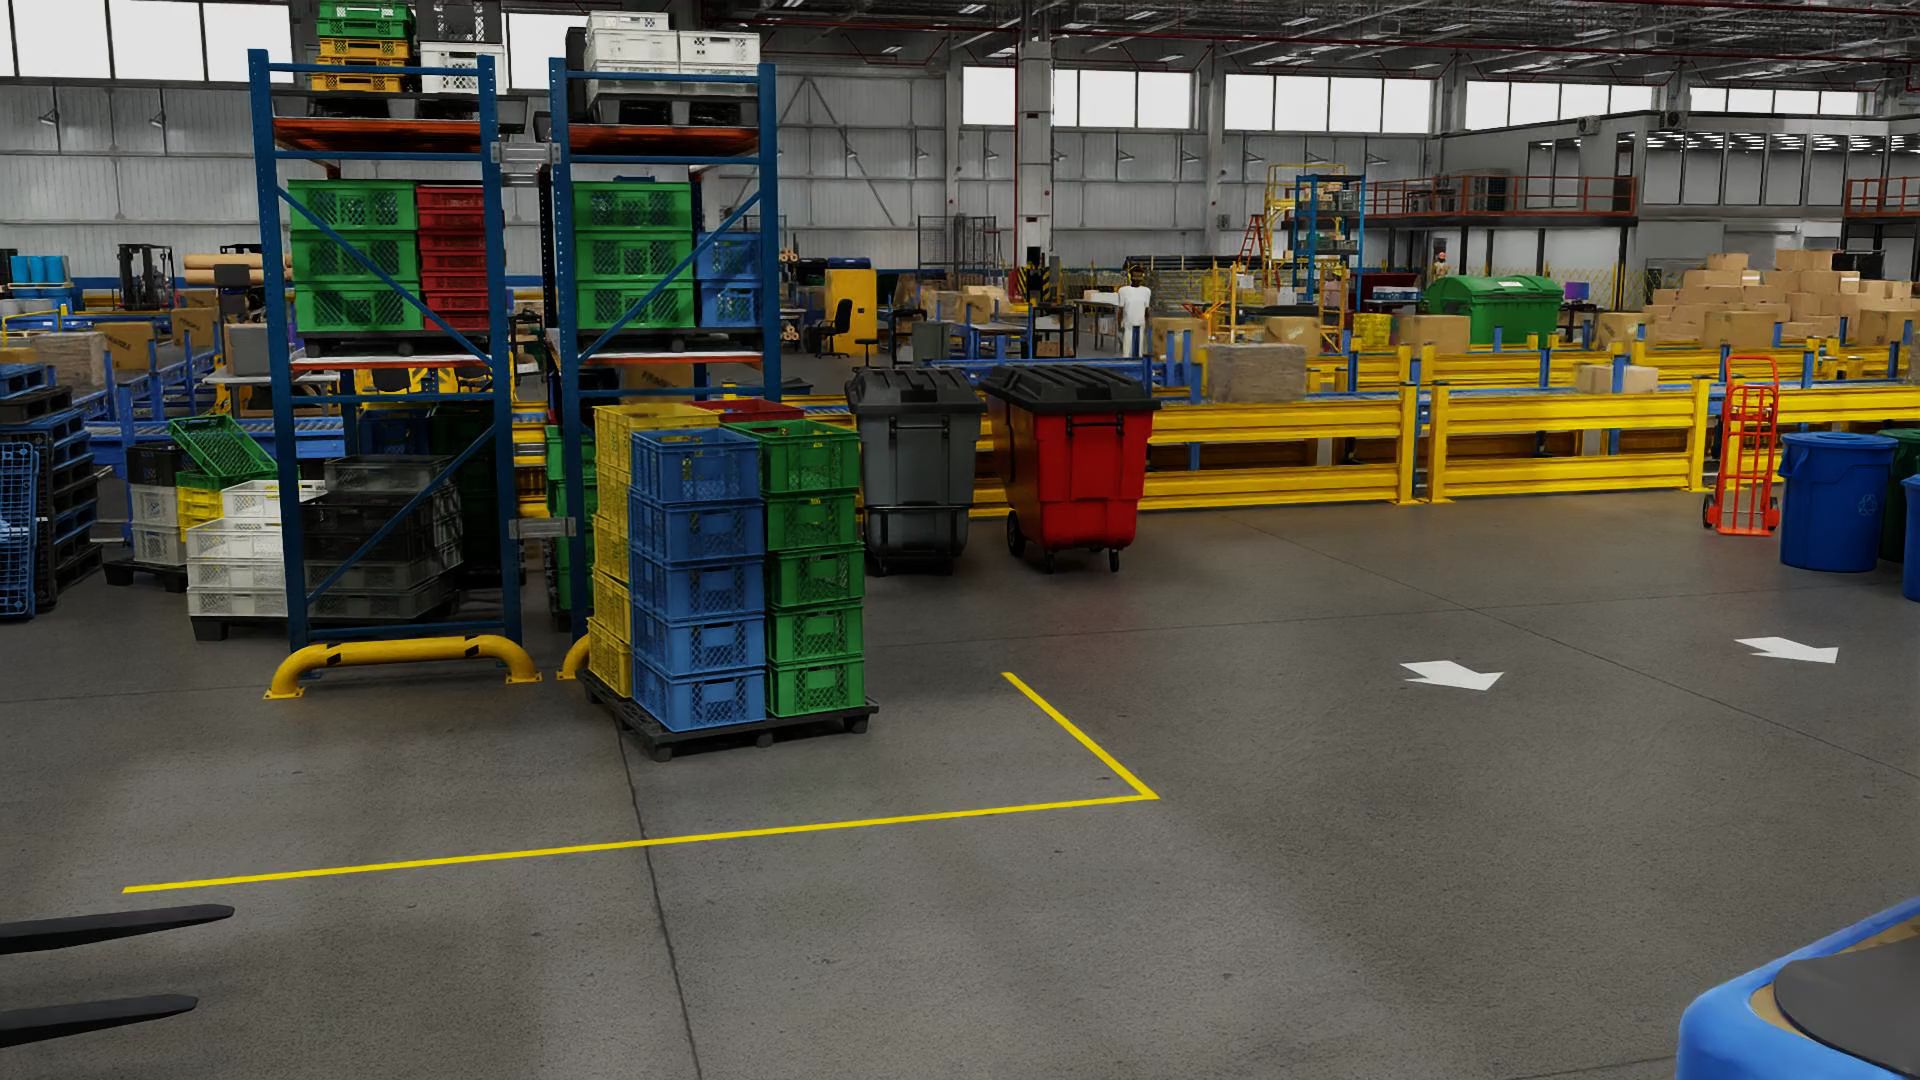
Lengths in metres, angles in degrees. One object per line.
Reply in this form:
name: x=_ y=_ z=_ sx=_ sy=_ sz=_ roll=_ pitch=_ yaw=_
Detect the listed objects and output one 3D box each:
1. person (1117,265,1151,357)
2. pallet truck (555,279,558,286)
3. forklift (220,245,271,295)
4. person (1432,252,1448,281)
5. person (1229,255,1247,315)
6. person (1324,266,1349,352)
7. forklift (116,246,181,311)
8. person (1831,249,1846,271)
person: x=2.486 y=-2.986 z=23.747 sx=0.508 sy=1.865 sz=0.329 roll=-3 pitch=10 yaw=-15
pallet truck: x=-10.604 y=-6.375 z=44.520 sx=0.653 sy=1.274 sz=1.630 roll=-3 pitch=10 yaw=-15
forklift: x=-17.749 y=-6.334 z=41.440 sx=1.157 sy=1.987 sz=2.680 roll=-3 pitch=10 yaw=-17
person: x=15.890 y=-8.546 z=55.035 sx=0.542 sy=1.931 sz=0.366 roll=-3 pitch=10 yaw=-15
person: x=8.319 y=-7.579 z=49.695 sx=0.573 sy=1.883 sz=0.356 roll=-3 pitch=10 yaw=-15
person: x=7.195 y=-4.358 z=31.807 sx=0.522 sy=1.763 sz=0.320 roll=-3 pitch=10 yaw=-15
forklift: x=-19.966 y=-6.232 z=40.894 sx=1.157 sy=1.987 sz=2.680 roll=-3 pitch=10 yaw=-15
person: x=22.826 y=-6.541 z=43.365 sx=0.606 sy=2.044 sz=0.374 roll=-3 pitch=10 yaw=-15
